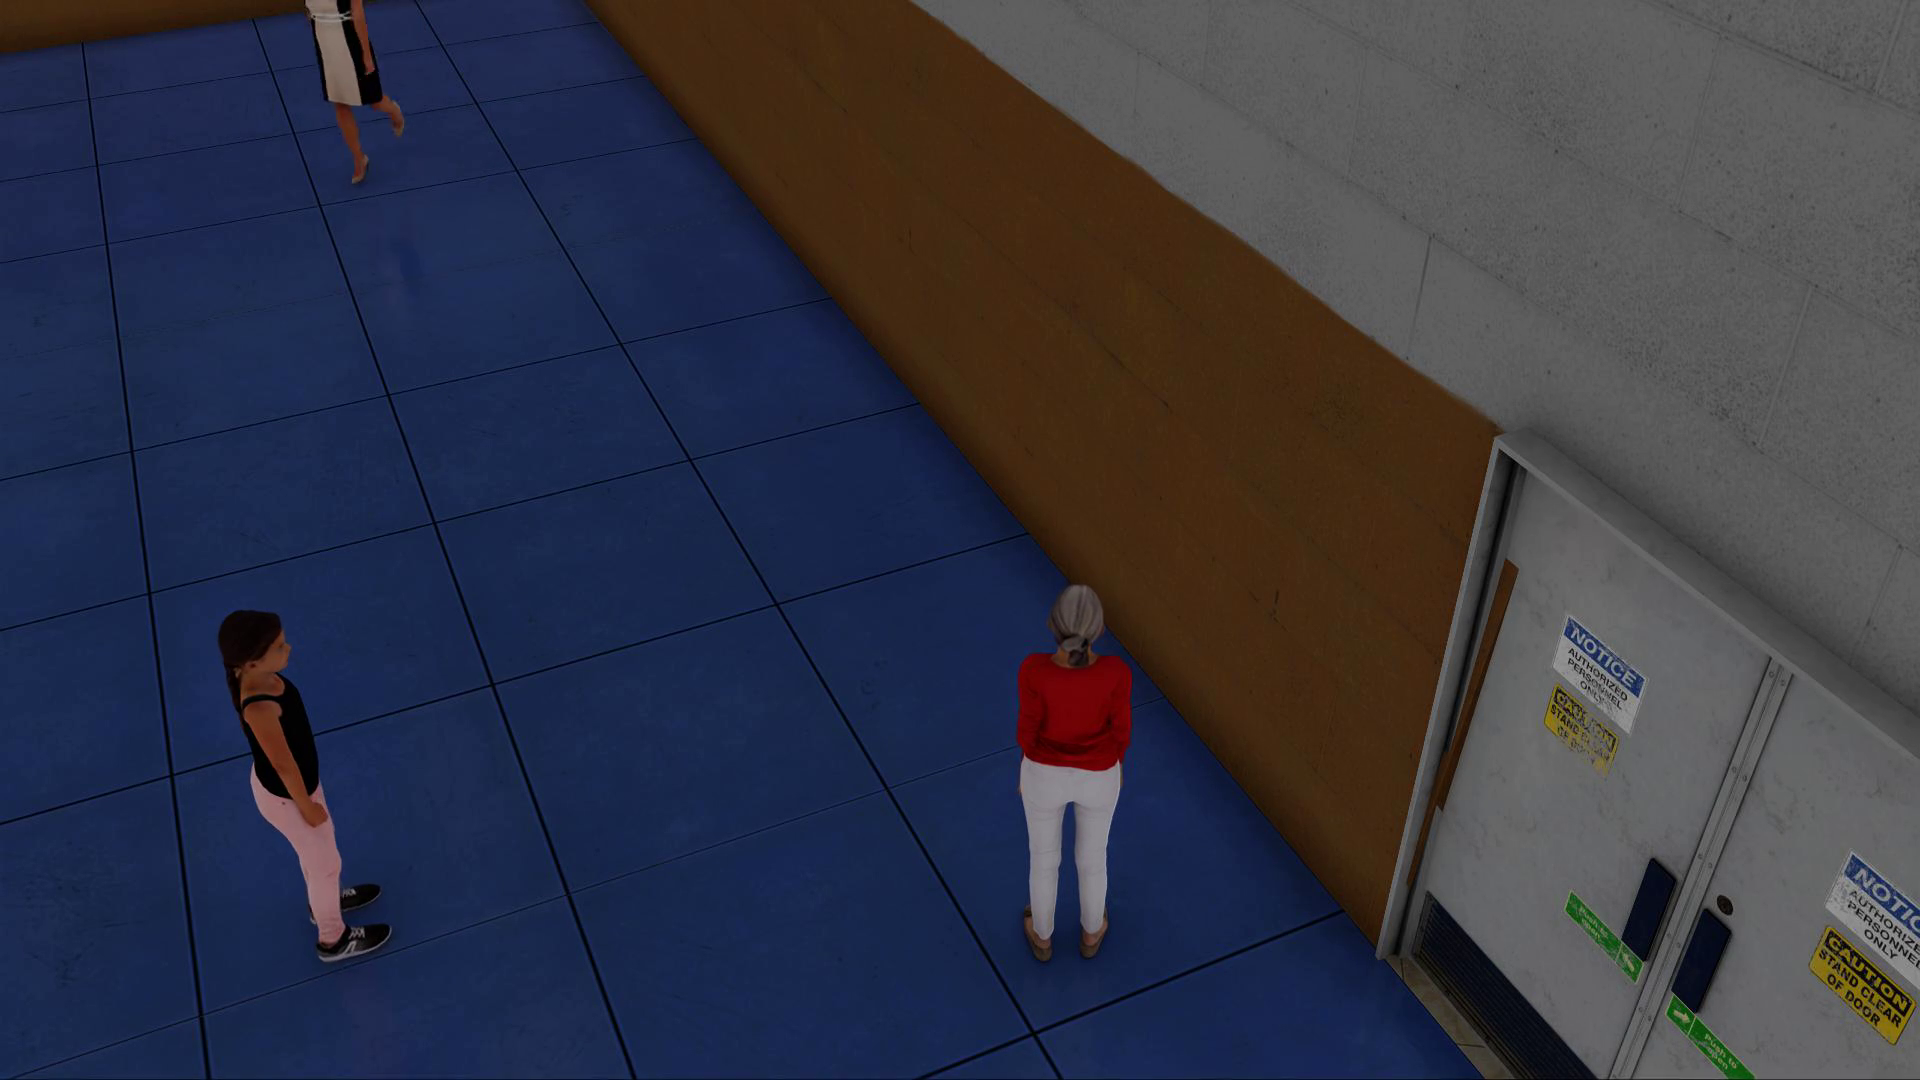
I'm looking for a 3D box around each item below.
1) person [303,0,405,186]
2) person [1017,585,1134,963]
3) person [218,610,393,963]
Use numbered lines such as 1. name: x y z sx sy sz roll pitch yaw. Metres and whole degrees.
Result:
1. person: -4.081 -3.303 11.180 1.001 1.731 0.985 5 37 7
2. person: 0.381 0.822 5.715 0.601 1.694 0.690 0 37 0
3. person: -2.323 0.859 5.776 0.522 1.560 0.529 -18 40 -22
